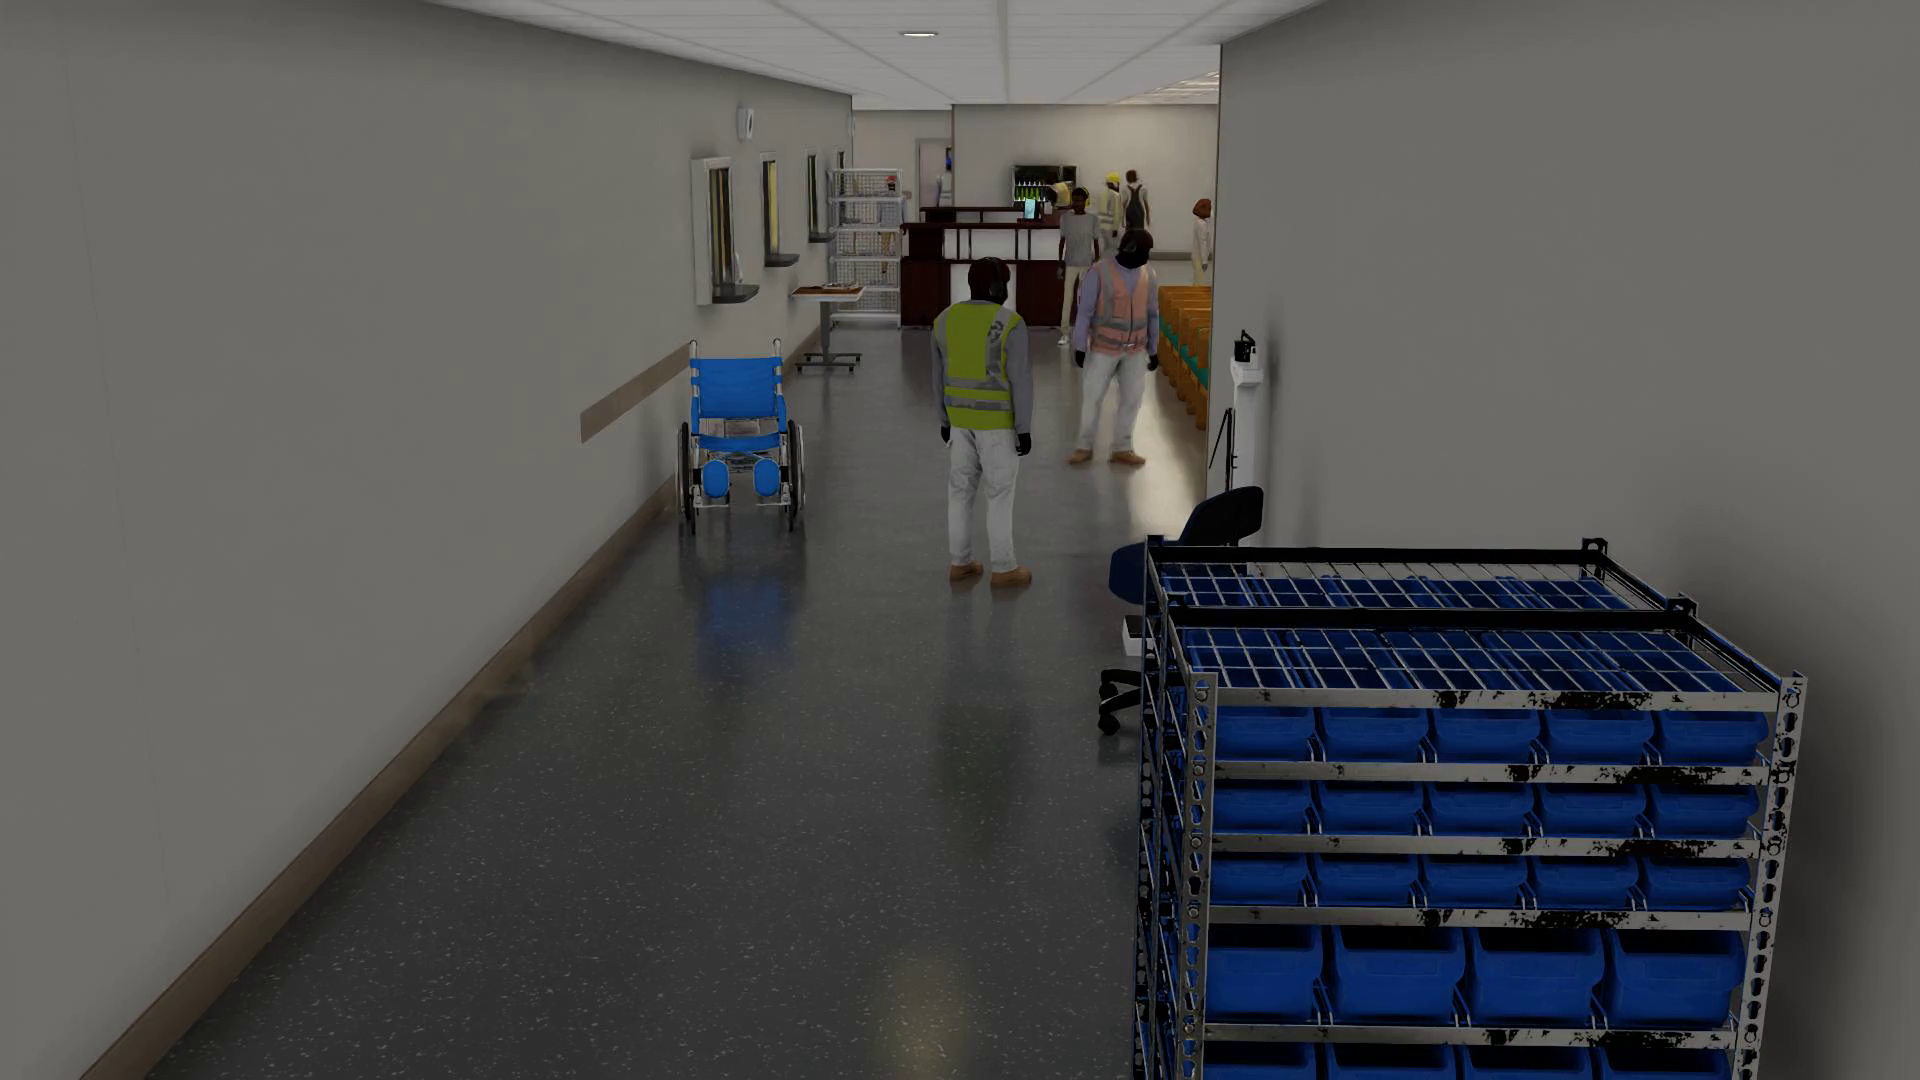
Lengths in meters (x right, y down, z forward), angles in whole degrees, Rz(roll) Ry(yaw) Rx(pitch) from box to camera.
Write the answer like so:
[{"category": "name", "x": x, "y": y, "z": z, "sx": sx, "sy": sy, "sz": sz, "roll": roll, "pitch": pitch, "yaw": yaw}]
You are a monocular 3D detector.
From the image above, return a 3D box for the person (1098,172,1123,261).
[{"category": "person", "x": 2.544, "y": -5.413, "z": 28.670, "sx": 0.555, "sy": 1.819, "sz": 0.605, "roll": -7, "pitch": 15, "yaw": -26}]

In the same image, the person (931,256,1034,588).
[{"category": "person", "x": 0.148, "y": -0.655, "z": 9.302, "sx": 0.633, "sy": 1.839, "sz": 0.429, "roll": 10, "pitch": 17, "yaw": 35}]

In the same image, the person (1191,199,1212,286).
[{"category": "person", "x": 3.223, "y": -3.719, "z": 22.164, "sx": 0.284, "sy": 1.633, "sz": 0.500, "roll": 0, "pitch": 14, "yaw": 0}]

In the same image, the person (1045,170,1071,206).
[{"category": "person", "x": 1.795, "y": -5.911, "z": 30.712, "sx": 0.748, "sy": 1.799, "sz": 0.645, "roll": 7, "pitch": 15, "yaw": 26}]

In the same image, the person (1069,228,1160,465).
[{"category": "person", "x": 1.181, "y": -1.455, "z": 12.644, "sx": 0.686, "sy": 1.807, "sz": 0.496, "roll": -5, "pitch": 15, "yaw": -20}]

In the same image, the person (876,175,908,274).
[{"category": "person", "x": -1.212, "y": -5.612, "z": 29.622, "sx": 0.563, "sy": 1.742, "sz": 0.361, "roll": 0, "pitch": 14, "yaw": 1}]

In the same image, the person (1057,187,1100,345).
[{"category": "person", "x": 1.408, "y": -3.243, "z": 19.759, "sx": 0.519, "sy": 1.865, "sz": 0.331, "roll": 2, "pitch": 14, "yaw": 7}]

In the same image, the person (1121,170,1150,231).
[{"category": "person", "x": 3.334, "y": -6.125, "z": 31.634, "sx": 0.593, "sy": 1.781, "sz": 0.988, "roll": -1, "pitch": 14, "yaw": -3}]
